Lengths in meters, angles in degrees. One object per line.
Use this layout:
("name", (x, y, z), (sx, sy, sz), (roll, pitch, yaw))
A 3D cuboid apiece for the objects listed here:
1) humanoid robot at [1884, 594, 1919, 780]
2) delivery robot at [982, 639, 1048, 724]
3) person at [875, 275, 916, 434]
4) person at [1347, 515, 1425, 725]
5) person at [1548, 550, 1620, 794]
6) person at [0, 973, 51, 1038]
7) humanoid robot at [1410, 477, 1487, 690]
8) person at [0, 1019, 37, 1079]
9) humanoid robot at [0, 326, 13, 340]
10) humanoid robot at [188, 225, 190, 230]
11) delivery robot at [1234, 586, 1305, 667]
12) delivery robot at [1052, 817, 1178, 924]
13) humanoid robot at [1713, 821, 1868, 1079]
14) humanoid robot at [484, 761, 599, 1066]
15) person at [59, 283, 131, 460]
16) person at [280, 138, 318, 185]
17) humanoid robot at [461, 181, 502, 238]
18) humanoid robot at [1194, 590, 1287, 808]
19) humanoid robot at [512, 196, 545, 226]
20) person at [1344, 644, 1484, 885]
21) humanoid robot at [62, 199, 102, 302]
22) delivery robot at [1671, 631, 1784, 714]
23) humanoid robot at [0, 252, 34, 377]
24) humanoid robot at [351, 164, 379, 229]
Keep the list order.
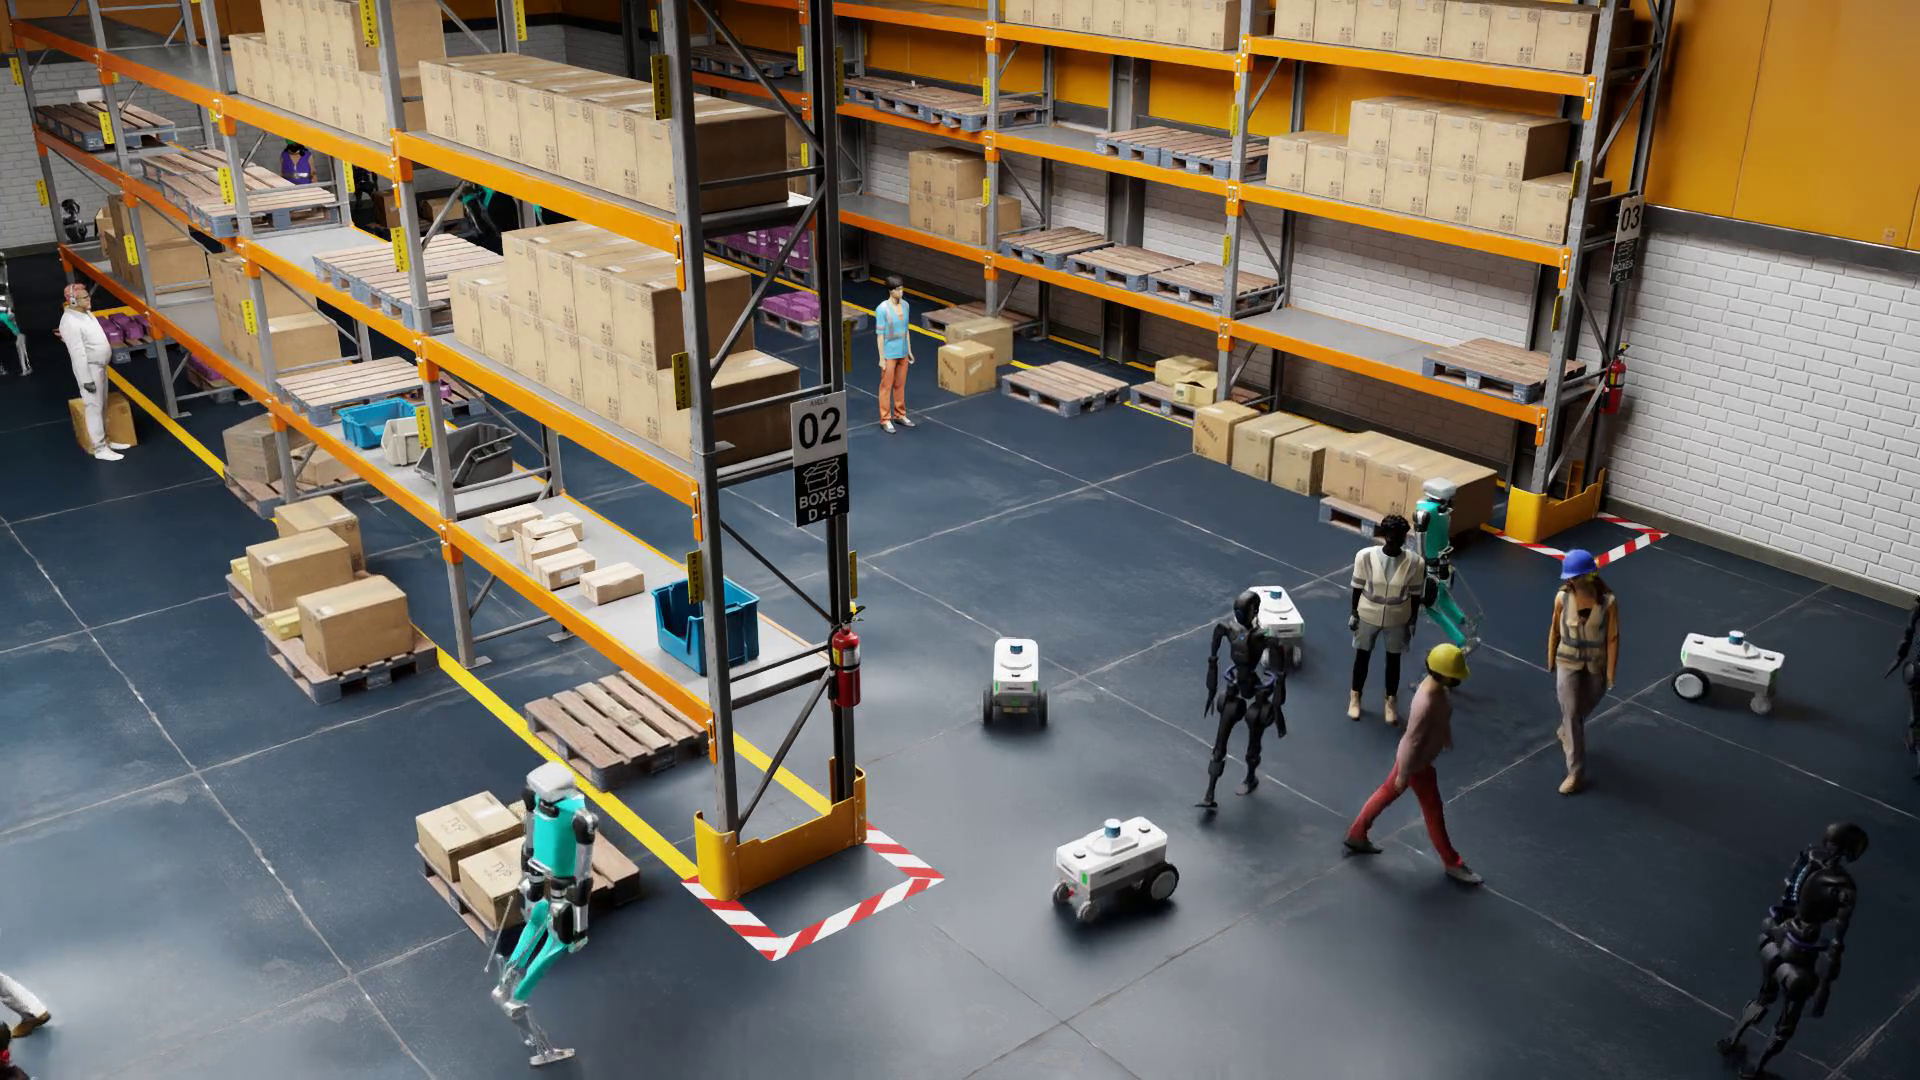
("humanoid robot", (6.987, 0.902, 11.856), (0.583, 1.649, 0.768), (2, 23, 5))
("delivery robot", (0.430, 1.079, 12.808), (0.499, 0.614, 0.802), (1, 23, 2))
("person", (-0.724, -2.081, 18.571), (0.327, 1.769, 0.488), (21, 31, 40))
("person", (3.184, 0.585, 12.496), (0.531, 1.694, 0.319), (5, 24, 12))
("person", (4.396, 0.874, 11.795), (0.456, 1.706, 0.827), (5, 24, 12))
("person", (-5.569, 2.097, 9.076), (0.865, 1.617, 0.446), (-11, 26, -25))
("humanoid robot", (3.791, 0.387, 12.790), (0.703, 1.713, 0.530), (17, 29, 35))
("person", (-4.024, 2.836, 7.086), (0.471, 1.852, 0.464), (-18, 29, -36))
("humanoid robot", (-12.798, -3.326, 21.626), (0.591, 1.626, 0.781), (15, 27, 31))
("humanoid robot", (-11.139, -4.056, 23.247), (0.914, 1.830, 0.558), (-2, 23, -4))
("delivery robot", (2.588, 0.669, 13.740), (0.499, 0.599, 0.797), (-2, 23, -4))
("delivery robot", (0.962, 2.037, 10.536), (0.747, 0.570, 0.499), (-15, 27, -30))
("humanoid robot", (4.413, 2.177, 8.825), (0.418, 1.636, 0.591), (-2, 23, -5))
("humanoid robot", (-2.307, 2.101, 8.958), (0.569, 1.805, 0.742), (18, 29, 35))
("person", (-9.248, -1.802, 17.754), (0.414, 1.908, 0.642), (-6, 24, -13))
("person", (-10.454, -5.539, 26.384), (0.533, 1.925, 0.418), (-5, 24, -11))
("humanoid robot", (-7.869, -5.797, 27.216), (0.952, 1.754, 0.546), (16, 28, 33))
("humanoid robot", (1.934, 1.111, 11.334), (0.614, 1.636, 0.731), (14, 27, 30))
("humanoid robot", (-6.841, -5.491, 26.504), (0.547, 1.798, 0.684), (-12, 26, -25))
("person", (2.956, 1.376, 10.638), (0.931, 1.699, 0.613), (10, 25, 22))
("humanoid robot", (-12.077, -3.862, 22.815), (0.378, 1.649, 0.600), (-14, 27, -30))
("delivery robot", (5.998, 0.994, 12.975), (0.793, 0.590, 0.499), (14, 27, 30))
("humanoid robot", (-11.886, -2.882, 20.446), (0.548, 1.755, 0.717), (-9, 25, -19))
("humanoid robot", (-9.983, -6.033, 27.845), (0.618, 1.639, 0.571), (14, 27, 29))
